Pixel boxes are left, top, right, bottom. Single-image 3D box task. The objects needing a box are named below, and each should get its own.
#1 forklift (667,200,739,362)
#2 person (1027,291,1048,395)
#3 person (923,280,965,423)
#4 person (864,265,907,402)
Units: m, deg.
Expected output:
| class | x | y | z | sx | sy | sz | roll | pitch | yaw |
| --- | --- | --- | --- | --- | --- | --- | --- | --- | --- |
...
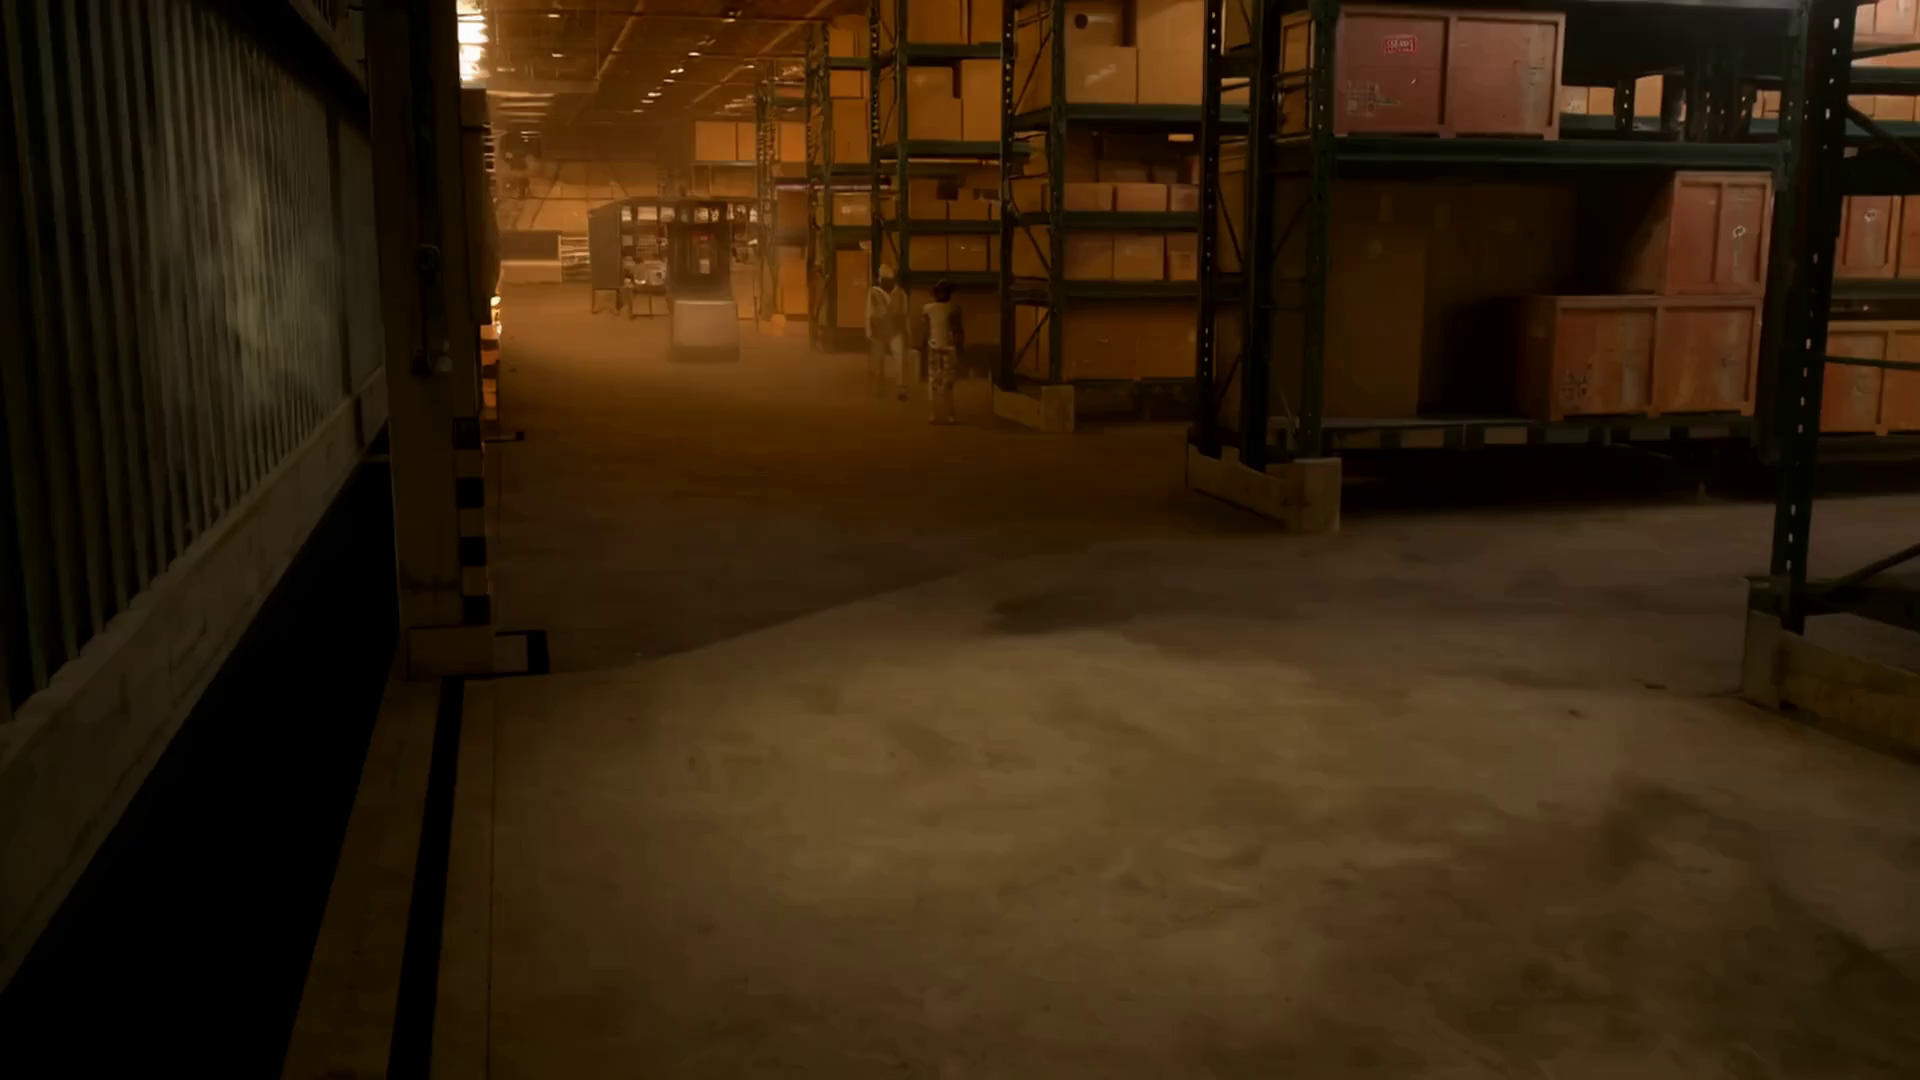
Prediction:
| class | x | y | z | sx | sy | sz | roll | pitch | yaw |
| --- | --- | --- | --- | --- | --- | --- | --- | --- | --- |
| forklift | -4.555 | -4.579 | 29.304 | 1.129 | 2.768 | 1.873 | -3 | 10 | -15 |
| person | 1.102 | -2.552 | 21.167 | 0.914 | 1.707 | 0.542 | -5 | 11 | -27 |
| person | -0.188 | -2.167 | 19.149 | 0.514 | 1.644 | 0.307 | 4 | 11 | 22 |
| person | -0.965 | -2.709 | 21.828 | 0.615 | 1.778 | 0.936 | -3 | 10 | -16 |
